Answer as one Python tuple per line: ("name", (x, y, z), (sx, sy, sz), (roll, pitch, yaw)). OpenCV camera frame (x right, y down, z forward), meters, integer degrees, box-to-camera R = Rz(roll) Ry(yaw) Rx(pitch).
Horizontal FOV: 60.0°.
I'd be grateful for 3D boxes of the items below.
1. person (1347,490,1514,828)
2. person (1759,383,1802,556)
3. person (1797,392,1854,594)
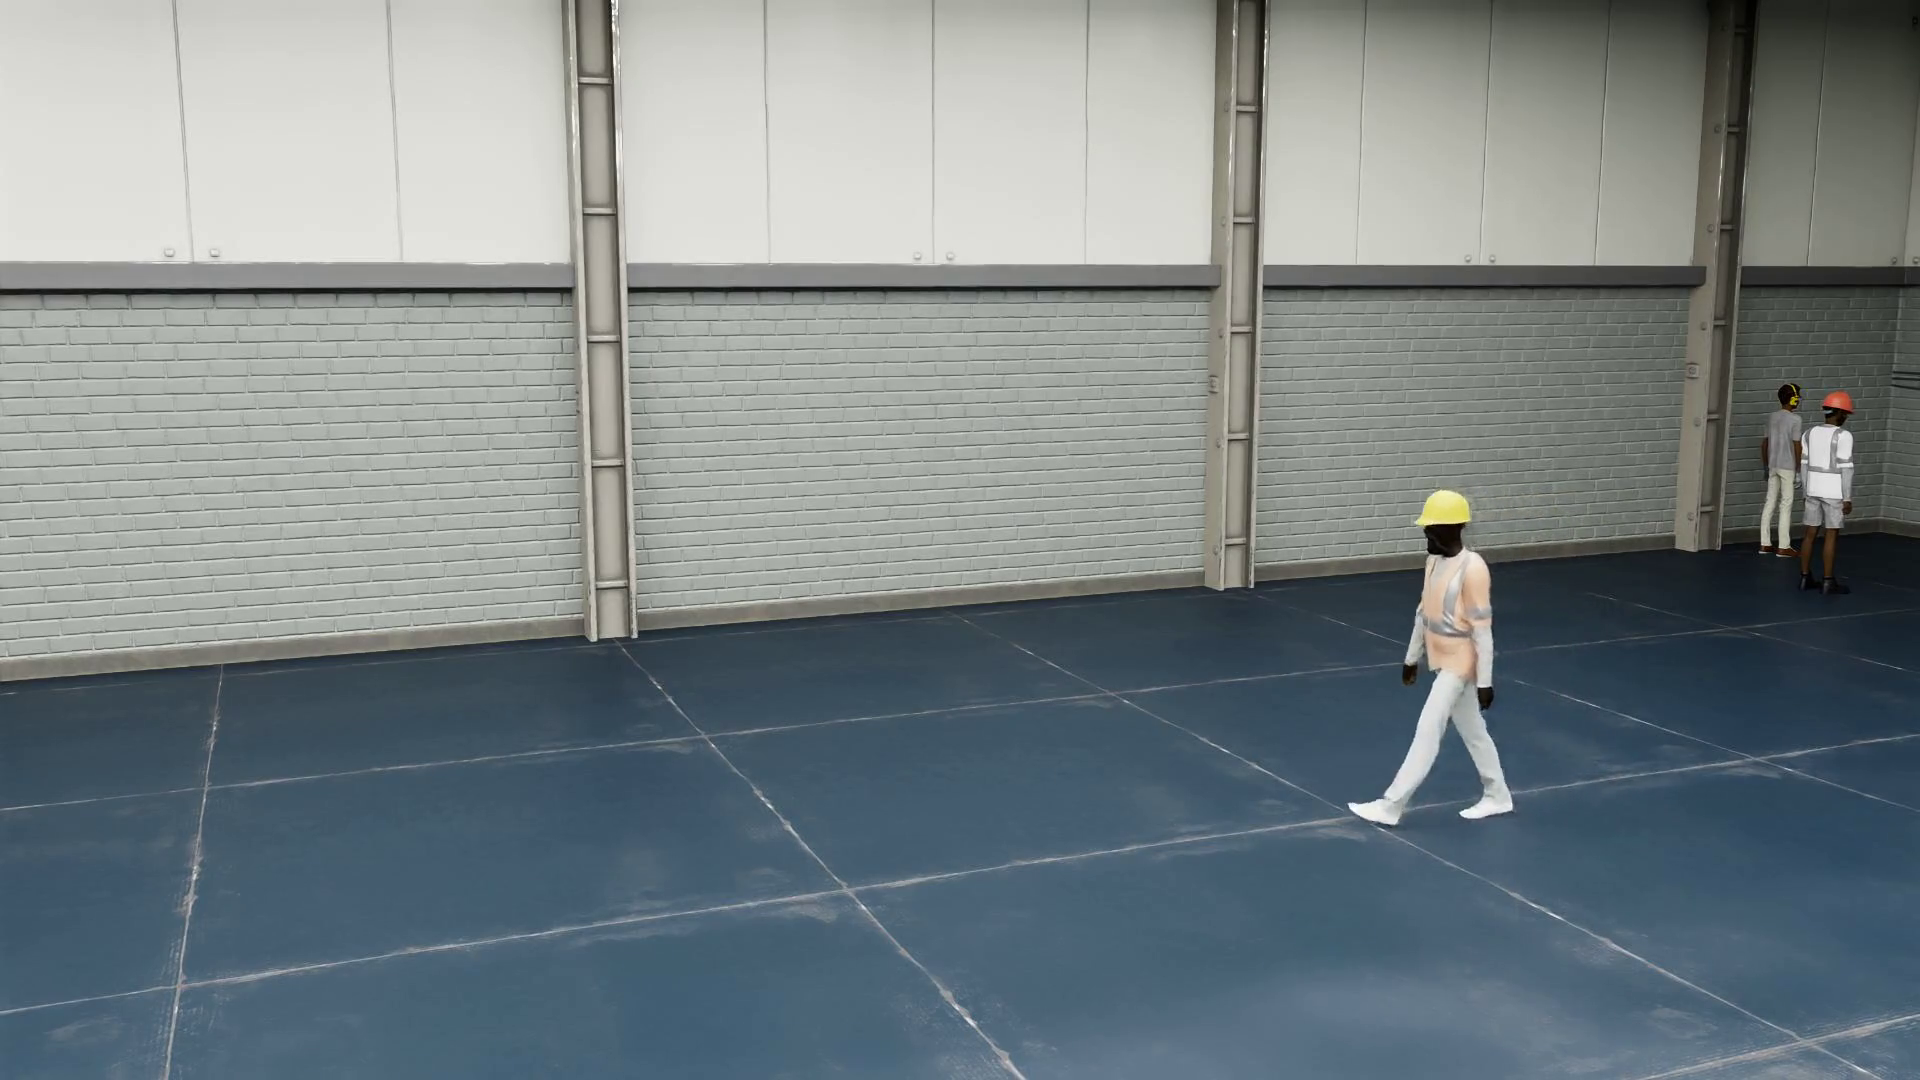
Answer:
("person", (2.646, 0.657, 9.126), (1.018, 1.869, 0.618), (-1, 9, -6))
("person", (8.912, -0.758, 18.004), (0.328, 1.874, 0.521), (-4, 10, -21))
("person", (8.295, -0.448, 15.884), (0.374, 1.927, 0.542), (-4, 10, -21))
